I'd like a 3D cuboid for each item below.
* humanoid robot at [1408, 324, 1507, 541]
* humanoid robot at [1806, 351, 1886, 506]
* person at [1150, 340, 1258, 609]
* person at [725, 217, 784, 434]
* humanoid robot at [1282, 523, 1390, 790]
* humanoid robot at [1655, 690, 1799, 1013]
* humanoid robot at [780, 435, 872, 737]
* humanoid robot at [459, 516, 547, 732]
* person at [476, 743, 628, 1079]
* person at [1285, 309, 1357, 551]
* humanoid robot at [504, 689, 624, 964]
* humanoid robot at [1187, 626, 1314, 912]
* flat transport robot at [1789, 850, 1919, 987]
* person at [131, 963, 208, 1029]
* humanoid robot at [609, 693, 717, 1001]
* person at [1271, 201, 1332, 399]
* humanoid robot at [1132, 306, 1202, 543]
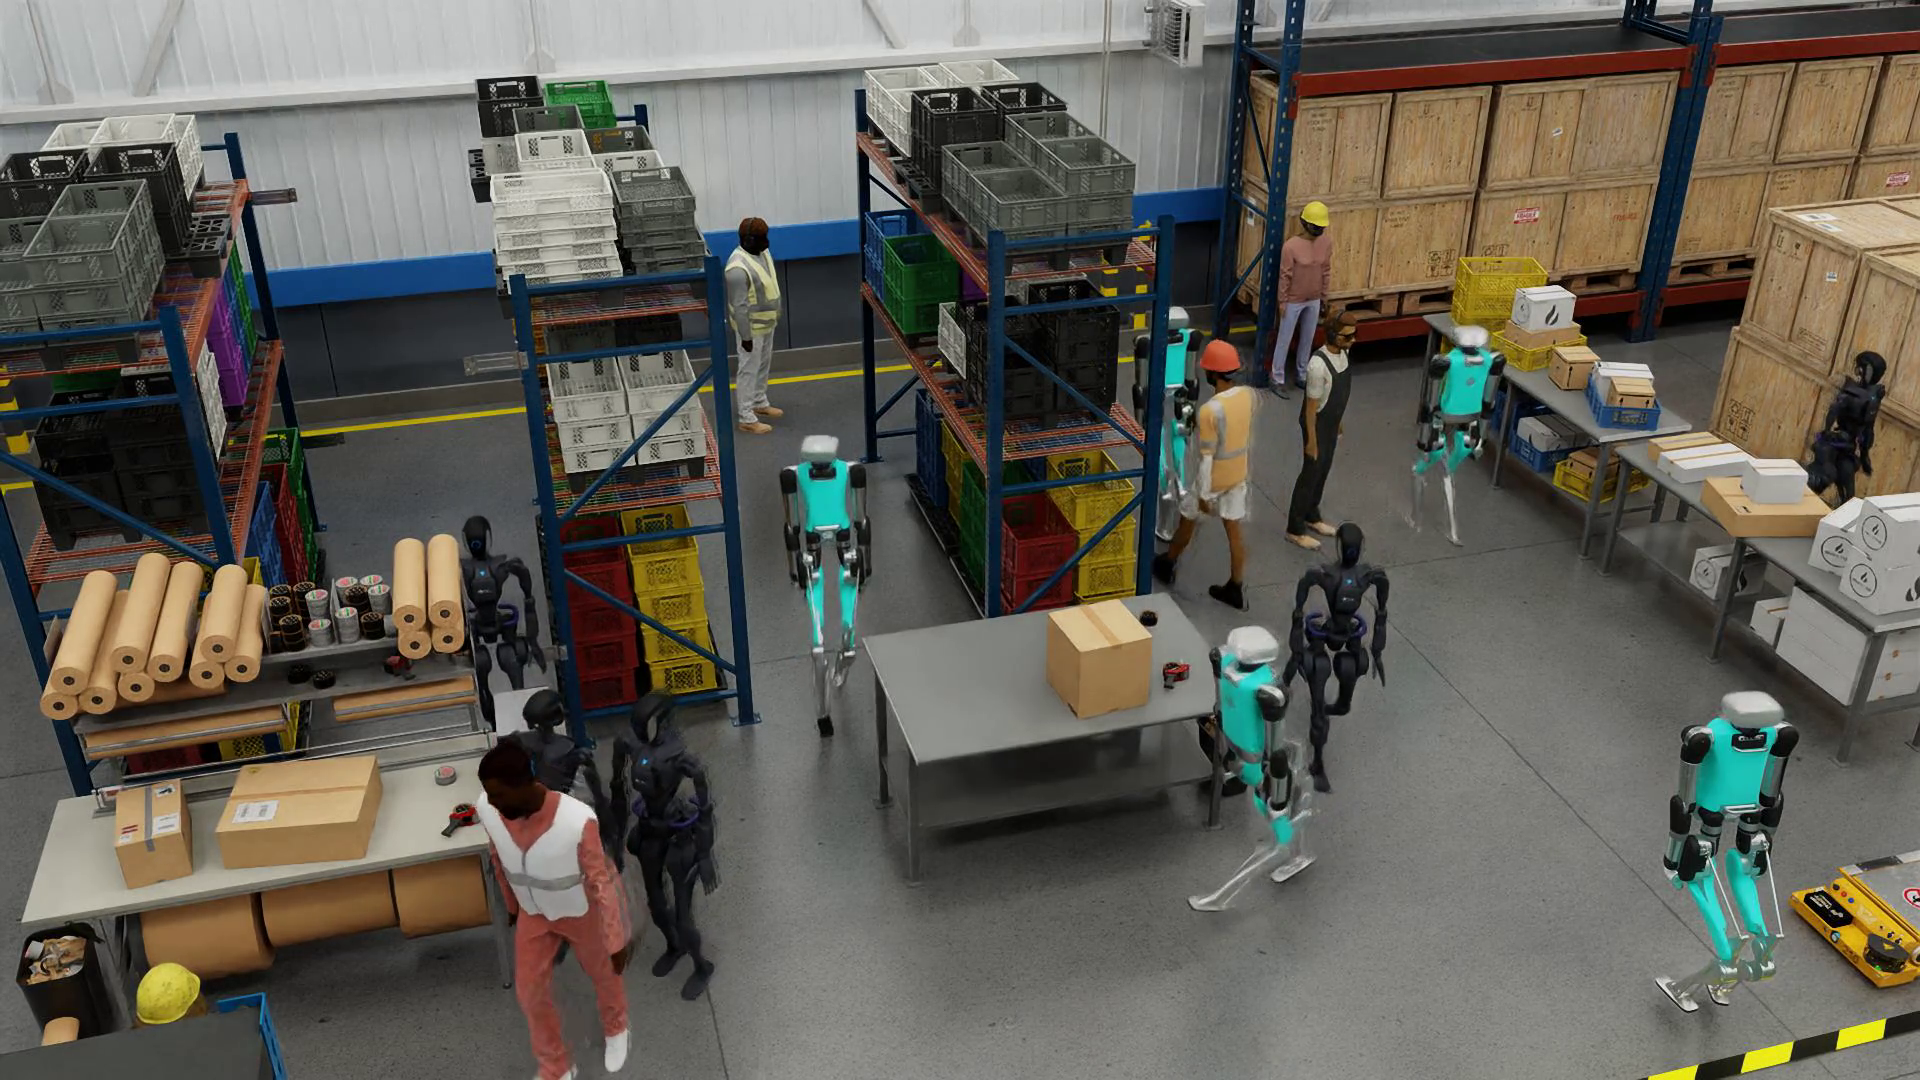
[{"bbox_3d":[3.513,-0.787,12.094,0.537,1.812,0.711,-3,29,-6],"label":"humanoid robot"},{"bbox_3d":[6.232,-0.602,11.849,0.615,1.634,0.772,-15,32,-25],"label":"humanoid robot"},{"bbox_3d":[1.684,-0.492,11.367,0.558,1.896,0.918,-19,34,-31],"label":"person"},{"bbox_3d":[-1.685,-1.789,13.799,0.430,1.833,0.619,7,30,13],"label":"person"},{"bbox_3d":[2.159,0.598,9.647,0.585,1.645,0.709,-1,29,-2],"label":"humanoid robot"},{"bbox_3d":[3.604,1.543,7.696,0.533,1.671,0.735,-3,29,-5],"label":"humanoid robot"},{"bbox_3d":[-0.785,0.329,10.067,0.550,1.778,0.925,-2,29,-5],"label":"humanoid robot"},{"bbox_3d":[-2.695,0.629,9.564,0.584,1.637,0.657,-9,30,-15],"label":"humanoid robot"},{"bbox_3d":[-1.786,1.713,7.383,0.712,1.876,0.777,6,29,12],"label":"person"},{"bbox_3d":[2.621,-0.803,12.001,0.337,1.839,0.506,18,33,29],"label":"person"},{"bbox_3d":[-1.936,1.413,8.113,0.600,1.647,0.352,11,31,18],"label":"humanoid robot"},{"bbox_3d":[1.631,1.163,8.527,1.031,1.736,0.532,-14,32,-24],"label":"humanoid robot"},{"bbox_3d":[5.163,1.916,8.676,1.431,0.231,0.659,-8,30,-14],"label":"flat transport robot"},{"bbox_3d":[-2.881,2.320,6.408,0.485,1.744,0.294,-2,29,-4],"label":"person"},{"bbox_3d":[-1.446,1.466,8.028,0.611,1.653,0.411,13,31,22],"label":"humanoid robot"},{"bbox_3d":[2.979,-2.077,14.395,0.523,1.761,0.335,-13,31,-22],"label":"person"},{"bbox_3d":[1.565,-0.707,12.047,0.539,1.908,0.716,-11,31,-19],"label":"humanoid robot"}]
